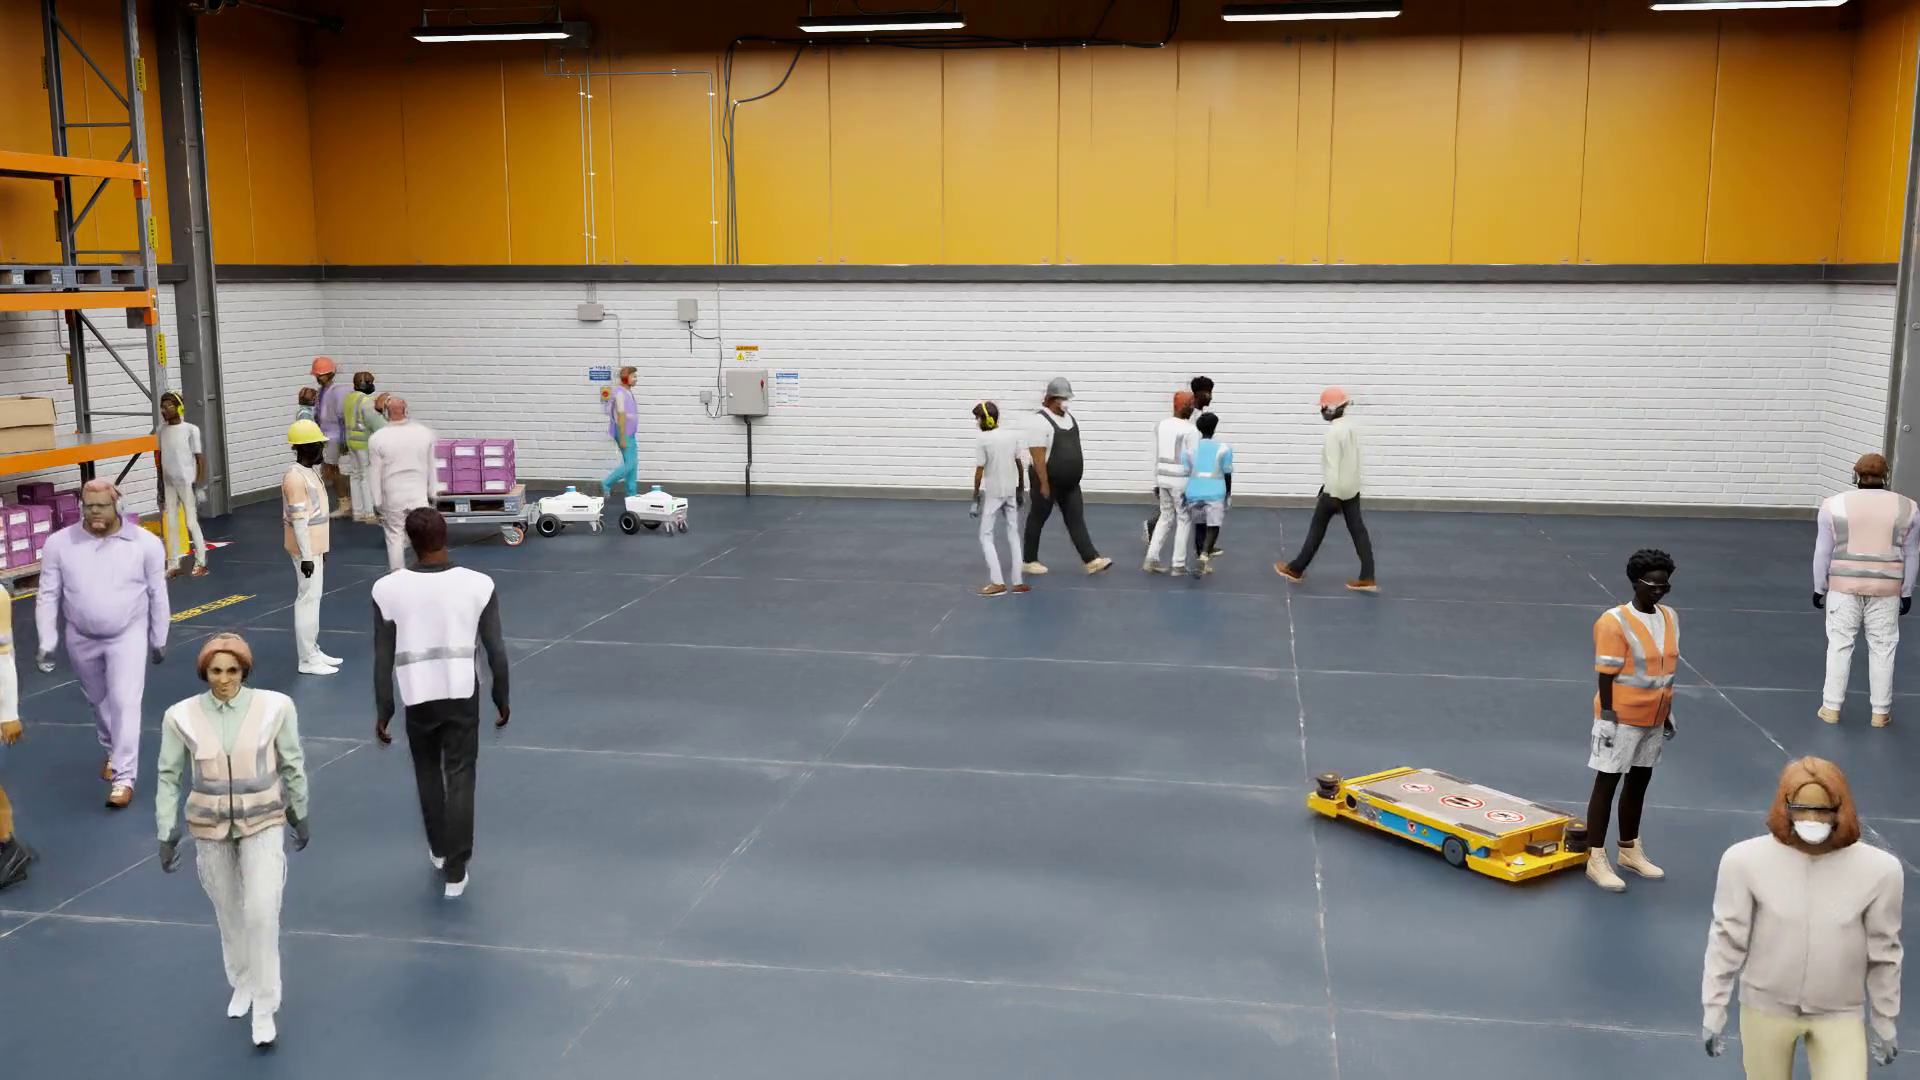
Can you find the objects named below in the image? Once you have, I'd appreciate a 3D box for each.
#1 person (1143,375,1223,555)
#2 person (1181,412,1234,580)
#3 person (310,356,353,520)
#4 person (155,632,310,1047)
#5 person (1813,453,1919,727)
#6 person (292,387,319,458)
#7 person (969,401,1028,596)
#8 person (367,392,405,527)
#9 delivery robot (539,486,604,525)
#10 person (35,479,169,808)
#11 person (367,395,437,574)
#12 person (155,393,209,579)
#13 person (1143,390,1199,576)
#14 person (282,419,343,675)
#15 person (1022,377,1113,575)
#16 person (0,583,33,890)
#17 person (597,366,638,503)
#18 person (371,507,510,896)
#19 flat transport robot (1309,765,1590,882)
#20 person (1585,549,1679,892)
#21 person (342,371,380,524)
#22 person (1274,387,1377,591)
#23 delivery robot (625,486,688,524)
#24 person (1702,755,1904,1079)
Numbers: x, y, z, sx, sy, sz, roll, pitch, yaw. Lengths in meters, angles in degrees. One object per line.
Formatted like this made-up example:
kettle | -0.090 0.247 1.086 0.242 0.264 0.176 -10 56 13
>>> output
person | 2.428 -0.803 17.889 0.798 1.939 0.632 5 10 27
person | 2.386 -0.421 16.331 0.528 1.661 0.739 4 10 24
person | -7.701 -1.239 20.326 0.490 2.014 0.629 -8 12 -42
person | -2.878 1.177 6.567 0.551 1.606 0.727 -2 9 -14
person | 6.047 0.333 11.137 0.622 1.838 0.429 4 10 23
person | -8.043 -1.063 20.440 0.380 1.627 0.580 -2 9 -15
person | 0.397 -0.388 15.646 0.669 1.835 0.327 -6 11 -32
person | -6.702 -0.925 19.596 0.518 1.628 0.373 5 10 27
delivery robot | -4.485 -0.377 19.214 0.707 0.478 0.477 -1 9 -4
person | -4.961 0.564 9.665 0.655 1.857 1.018 -2 9 -14
person | -5.207 -0.414 15.599 0.658 1.888 0.663 -7 11 -35
person | -7.702 -0.518 16.464 0.593 1.872 0.563 2 9 13
person | 2.162 -0.556 16.588 0.393 1.870 0.594 -7 11 -36
person | -4.916 0.051 12.591 0.355 1.930 0.593 -2 9 -14
person | 1.025 -0.642 16.549 0.999 2.000 0.702 9 13 43
person | -4.783 0.789 8.045 0.567 1.915 0.451 7 11 36
person | -4.359 -1.338 21.511 0.550 1.829 0.595 1 9 4
person | -2.563 0.767 8.277 0.628 1.880 0.793 -2 9 -14
flat transport robot | 2.614 1.473 8.903 0.652 0.197 1.431 -6 11 -32
person | 3.333 0.873 8.219 0.530 1.695 0.321 -5 10 -28
person | -7.193 -1.117 20.123 0.626 1.840 0.430 9 13 44
person | 3.573 -0.495 15.956 1.064 1.927 0.614 8 12 40
delivery robot | -3.518 -0.388 19.284 0.707 0.478 0.477 4 10 25
person | 2.479 1.443 4.909 0.539 1.615 0.526 4 10 23
